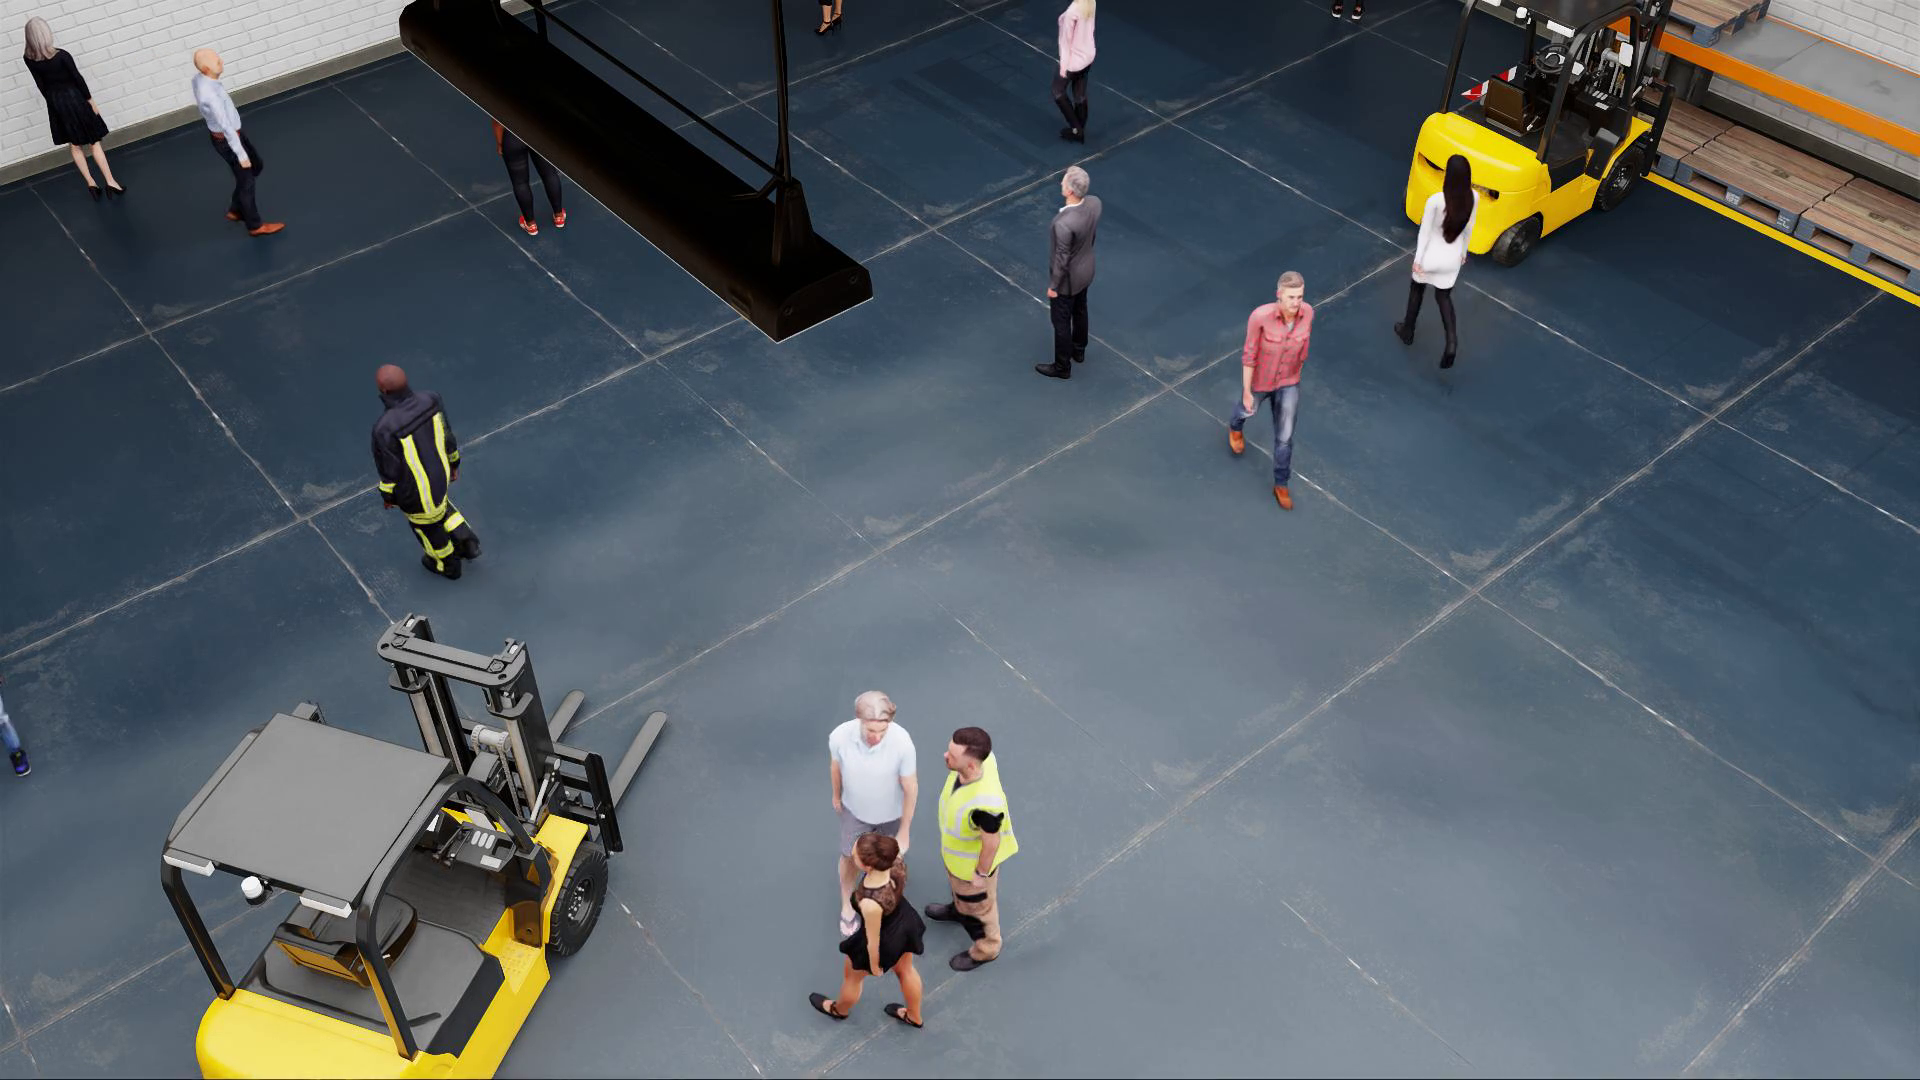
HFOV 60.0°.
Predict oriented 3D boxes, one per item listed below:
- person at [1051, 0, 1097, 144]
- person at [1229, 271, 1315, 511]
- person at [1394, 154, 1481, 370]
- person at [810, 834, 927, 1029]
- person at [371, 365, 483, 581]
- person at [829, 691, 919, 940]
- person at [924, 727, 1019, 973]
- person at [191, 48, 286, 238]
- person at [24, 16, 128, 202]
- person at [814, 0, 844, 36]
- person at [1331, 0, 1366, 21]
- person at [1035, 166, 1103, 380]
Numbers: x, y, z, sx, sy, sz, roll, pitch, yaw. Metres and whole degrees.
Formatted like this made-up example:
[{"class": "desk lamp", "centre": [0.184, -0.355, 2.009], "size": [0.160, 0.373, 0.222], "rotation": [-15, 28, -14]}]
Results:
[{"class": "person", "centre": [1.149, -4.451, 15.511], "size": [0.632, 1.677, 0.648], "rotation": [31, 52, 29]}, {"class": "person", "centre": [2.207, -1.207, 12.029], "size": [1.132, 1.782, 1.332], "rotation": [-5, 44, -6]}, {"class": "person", "centre": [3.775, -2.146, 13.012], "size": [0.926, 1.786, 1.141], "rotation": [-9, 44, -9]}, {"class": "person", "centre": [-0.326, 2.072, 8.678], "size": [0.962, 1.657, 0.795], "rotation": [19, 47, 19]}, {"class": "person", "centre": [-3.580, -0.424, 11.187], "size": [0.957, 1.810, 0.898], "rotation": [19, 47, 19]}, {"class": "person", "centre": [-0.440, 1.418, 9.257], "size": [0.937, 1.807, 0.989], "rotation": [8, 44, 9]}, {"class": "person", "centre": [0.070, 1.641, 8.995], "size": [0.910, 1.844, 0.833], "rotation": [-6, 44, -6]}, {"class": "person", "centre": [-6.352, -3.384, 14.318], "size": [0.790, 1.778, 0.688], "rotation": [-20, 47, -19]}, {"class": "person", "centre": [-7.913, -3.836, 14.815], "size": [0.698, 1.747, 0.739], "rotation": [-2, 44, -2]}, {"class": "person", "centre": [-1.398, -6.107, 17.118], "size": [0.624, 1.858, 0.671], "rotation": [24, 48, 23]}, {"class": "person", "centre": [4.188, -6.388, 17.409], "size": [0.734, 1.864, 0.832], "rotation": [10, 44, 10]}, {"class": "person", "centre": [0.856, -2.088, 12.911], "size": [0.721, 1.842, 0.779], "rotation": [23, 48, 23]}]
